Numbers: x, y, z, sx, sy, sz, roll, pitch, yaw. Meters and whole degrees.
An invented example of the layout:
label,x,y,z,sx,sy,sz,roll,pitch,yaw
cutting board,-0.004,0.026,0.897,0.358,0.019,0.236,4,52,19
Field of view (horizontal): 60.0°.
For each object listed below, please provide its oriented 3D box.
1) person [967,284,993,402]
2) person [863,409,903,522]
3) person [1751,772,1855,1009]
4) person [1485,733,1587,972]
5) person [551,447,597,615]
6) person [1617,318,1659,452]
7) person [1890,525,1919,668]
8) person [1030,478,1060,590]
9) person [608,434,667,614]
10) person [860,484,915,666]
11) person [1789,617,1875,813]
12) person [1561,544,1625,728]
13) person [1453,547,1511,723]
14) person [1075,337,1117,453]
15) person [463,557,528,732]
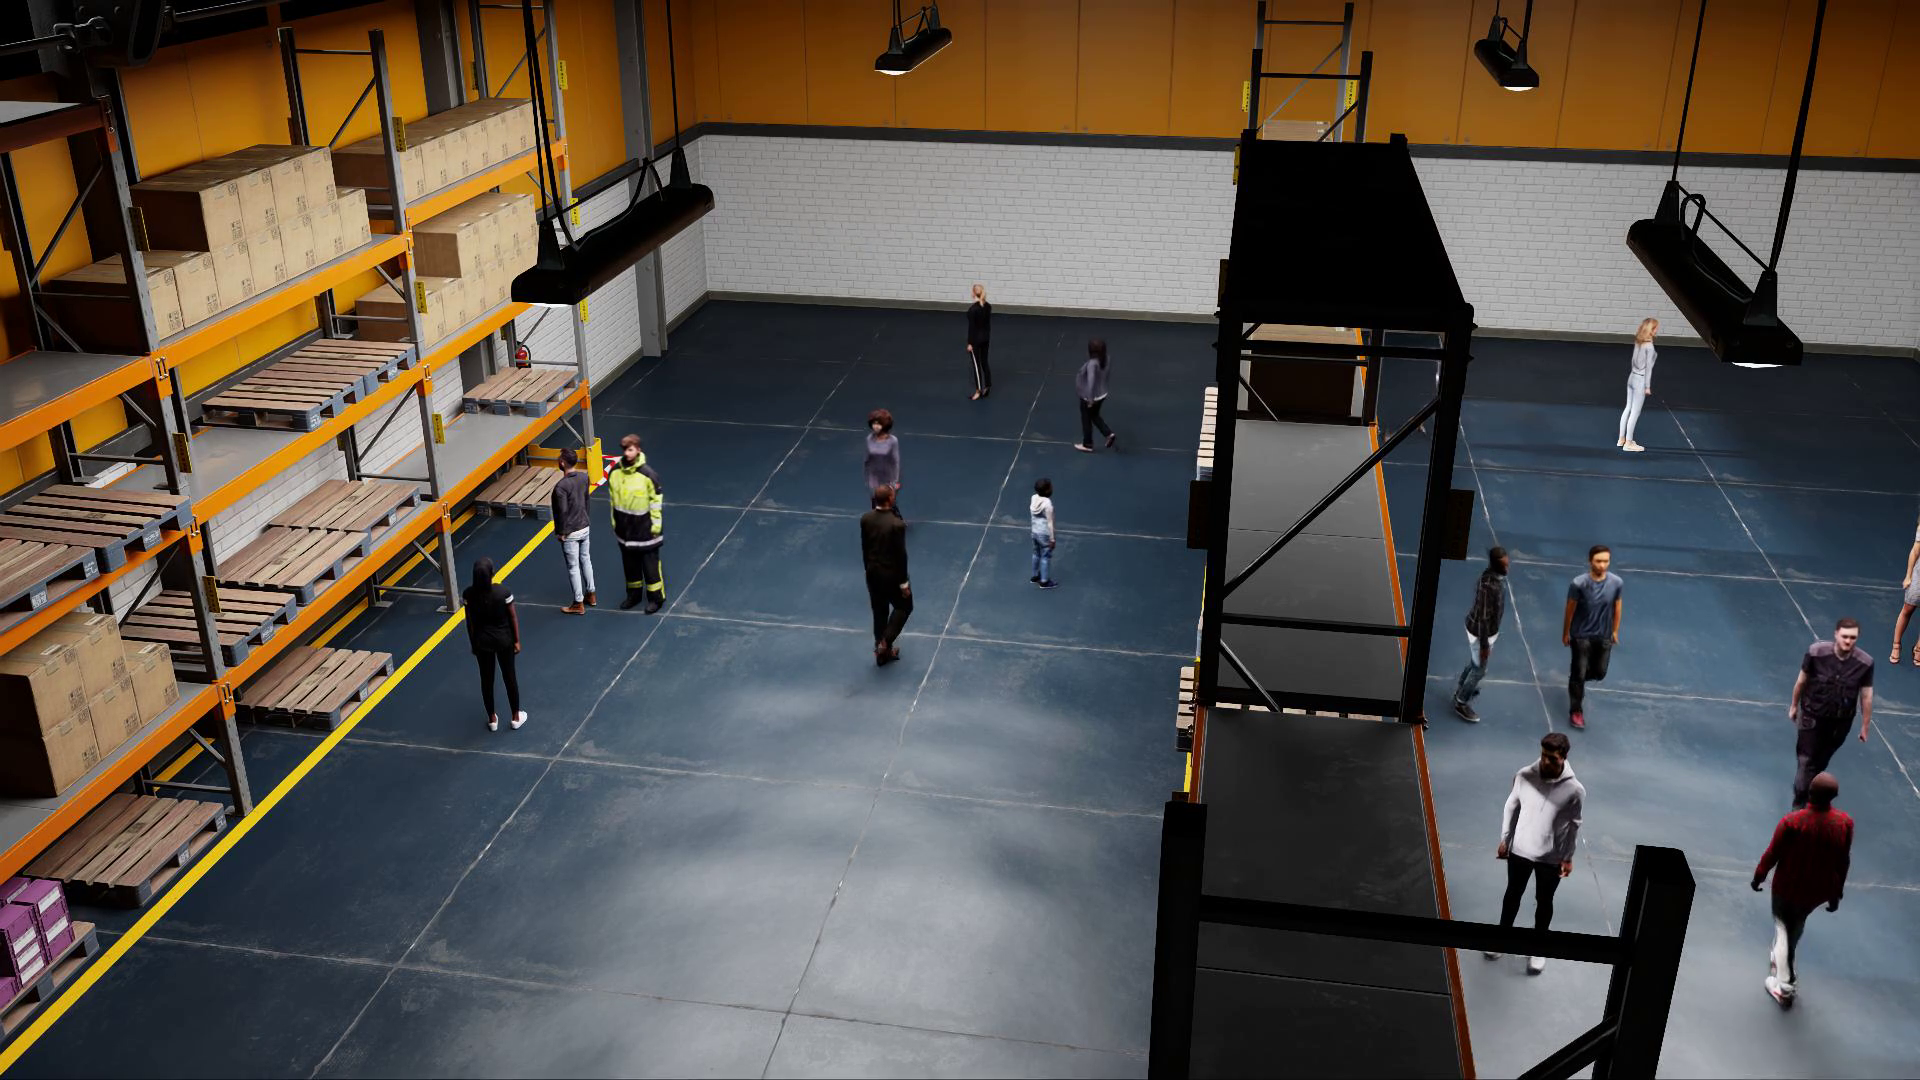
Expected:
label,x,y,z,sx,sy,sz,roll,pitch,yaw
person,0.278,-2.840,23.939,0.758,1.705,0.648,20,31,38
person,-0.856,-0.704,19.055,0.656,1.704,0.788,9,25,19
person,5.929,2.479,11.650,0.735,1.802,0.862,1,24,3
person,4.202,2.226,12.072,0.749,1.928,0.692,13,27,27
person,-4.057,-0.109,17.527,0.767,1.837,0.578,10,26,22
person,9.005,-2.073,22.073,0.698,1.794,0.532,-2,24,-4
person,9.545,0.399,16.383,0.636,1.822,0.587,9,25,19
person,0.901,-0.091,18.206,0.628,1.260,0.566,-15,28,-31
person,-3.393,-0.196,17.545,0.804,1.982,0.711,9,25,20
person,-0.774,0.378,16.332,0.845,1.901,0.853,15,28,30
person,7.269,1.469,13.966,0.919,1.797,1.283,9,25,20
person,5.817,0.832,15.426,0.747,1.796,0.876,0,24,0
person,4.820,0.825,15.460,0.984,1.781,0.732,6,24,14
person,1.824,-1.904,21.946,0.896,1.586,0.861,15,28,30
person,-4.273,0.943,15.256,0.677,1.729,0.674,-3,24,-6
